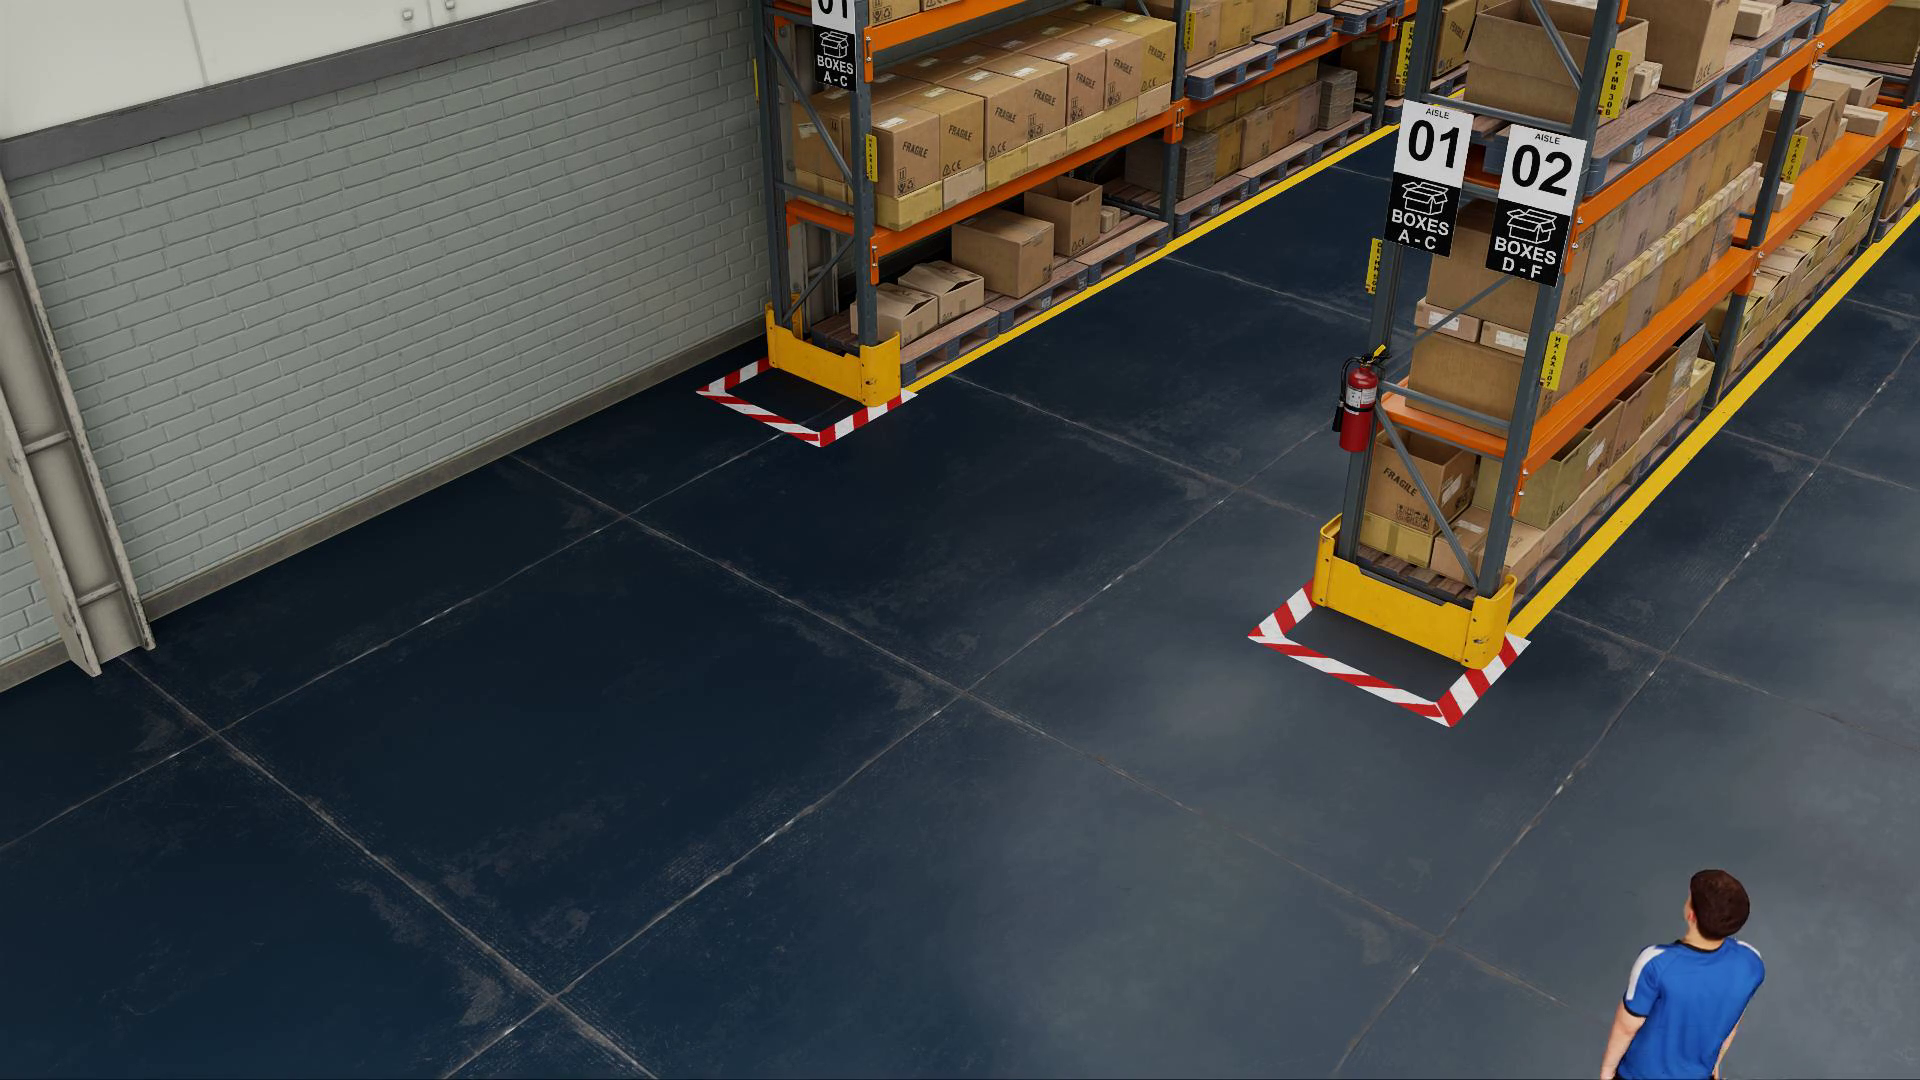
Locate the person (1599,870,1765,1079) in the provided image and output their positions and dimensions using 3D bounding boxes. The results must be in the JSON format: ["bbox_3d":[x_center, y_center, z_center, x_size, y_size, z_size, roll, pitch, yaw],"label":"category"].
[{"bbox_3d":[2.669,2.027,6.236,1.107,1.844,1.139,-4,33,-6],"label":"person"}]
